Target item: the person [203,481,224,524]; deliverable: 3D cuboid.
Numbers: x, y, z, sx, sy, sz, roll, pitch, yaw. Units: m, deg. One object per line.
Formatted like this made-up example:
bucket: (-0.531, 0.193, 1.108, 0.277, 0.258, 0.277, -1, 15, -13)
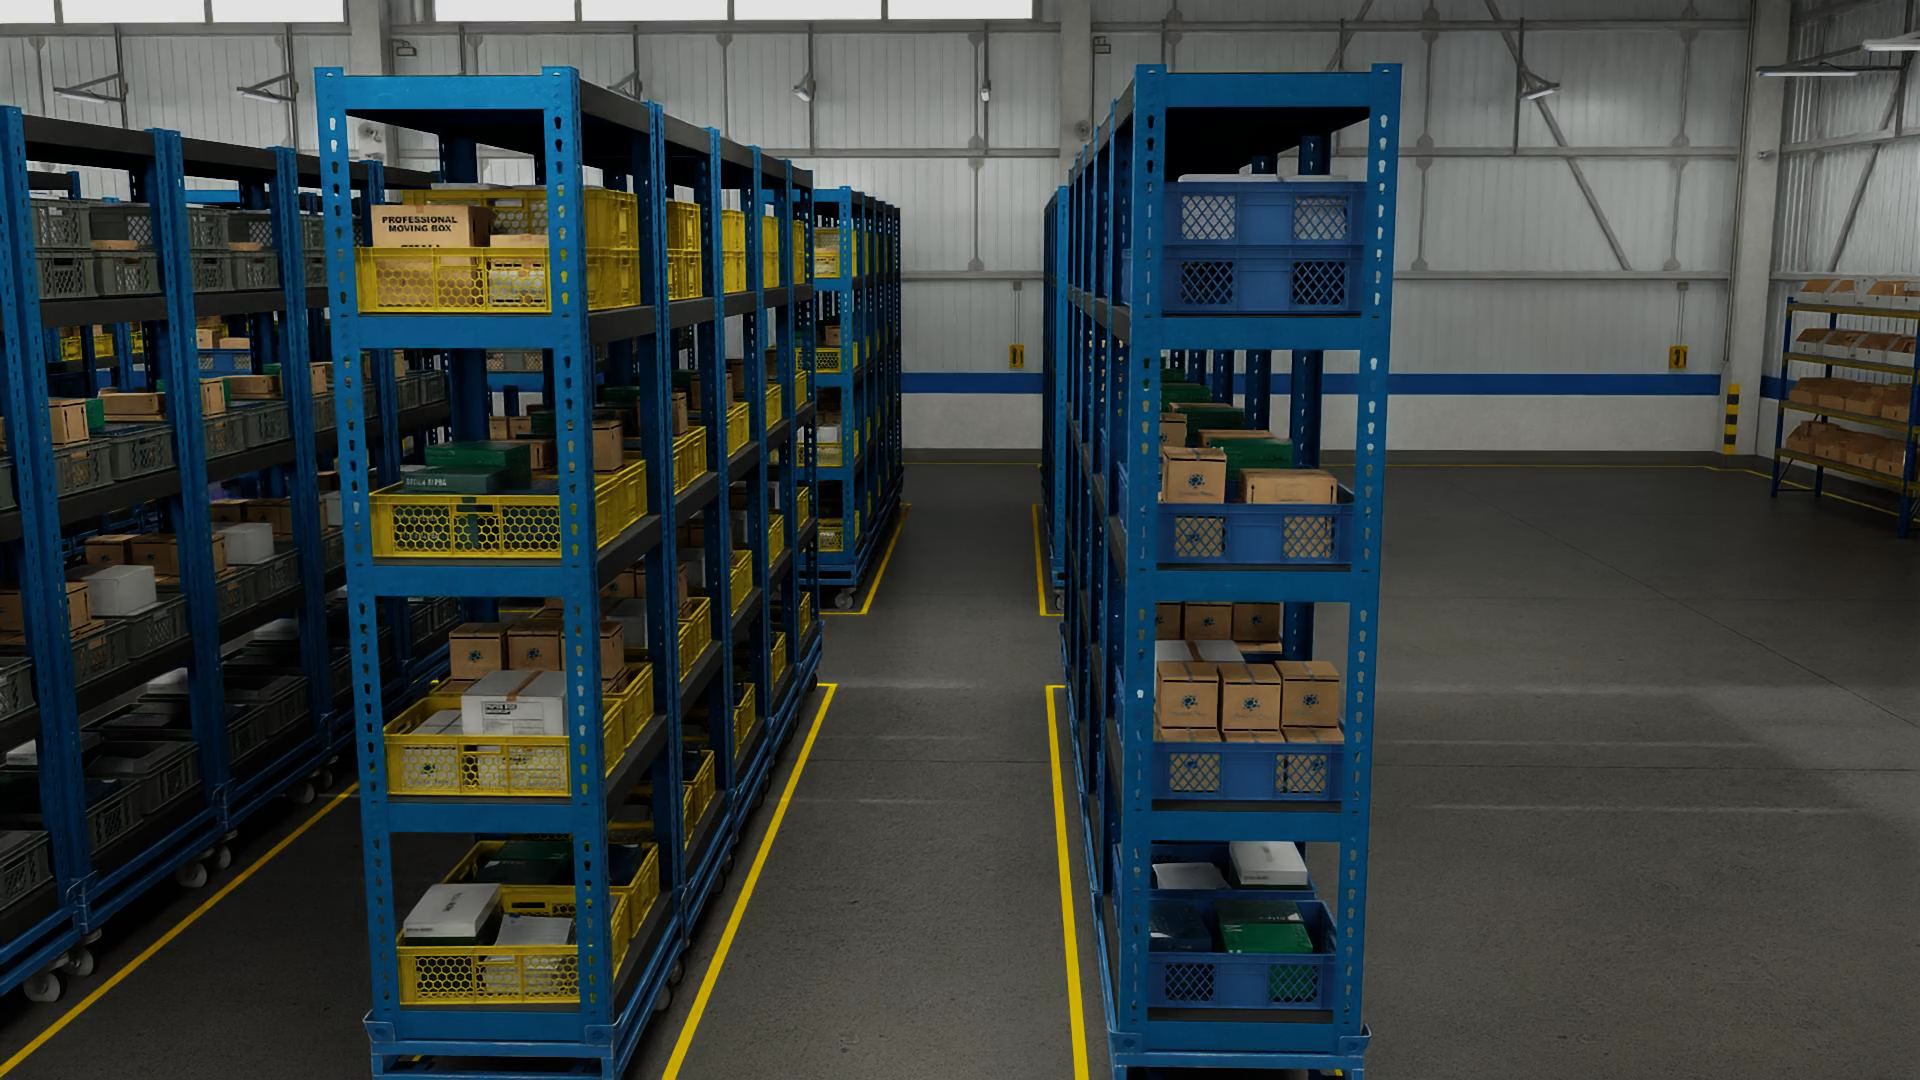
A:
person: (-6.399, -0.200, 13.725, 0.960, 1.798, 0.597, 1, 10, 3)
